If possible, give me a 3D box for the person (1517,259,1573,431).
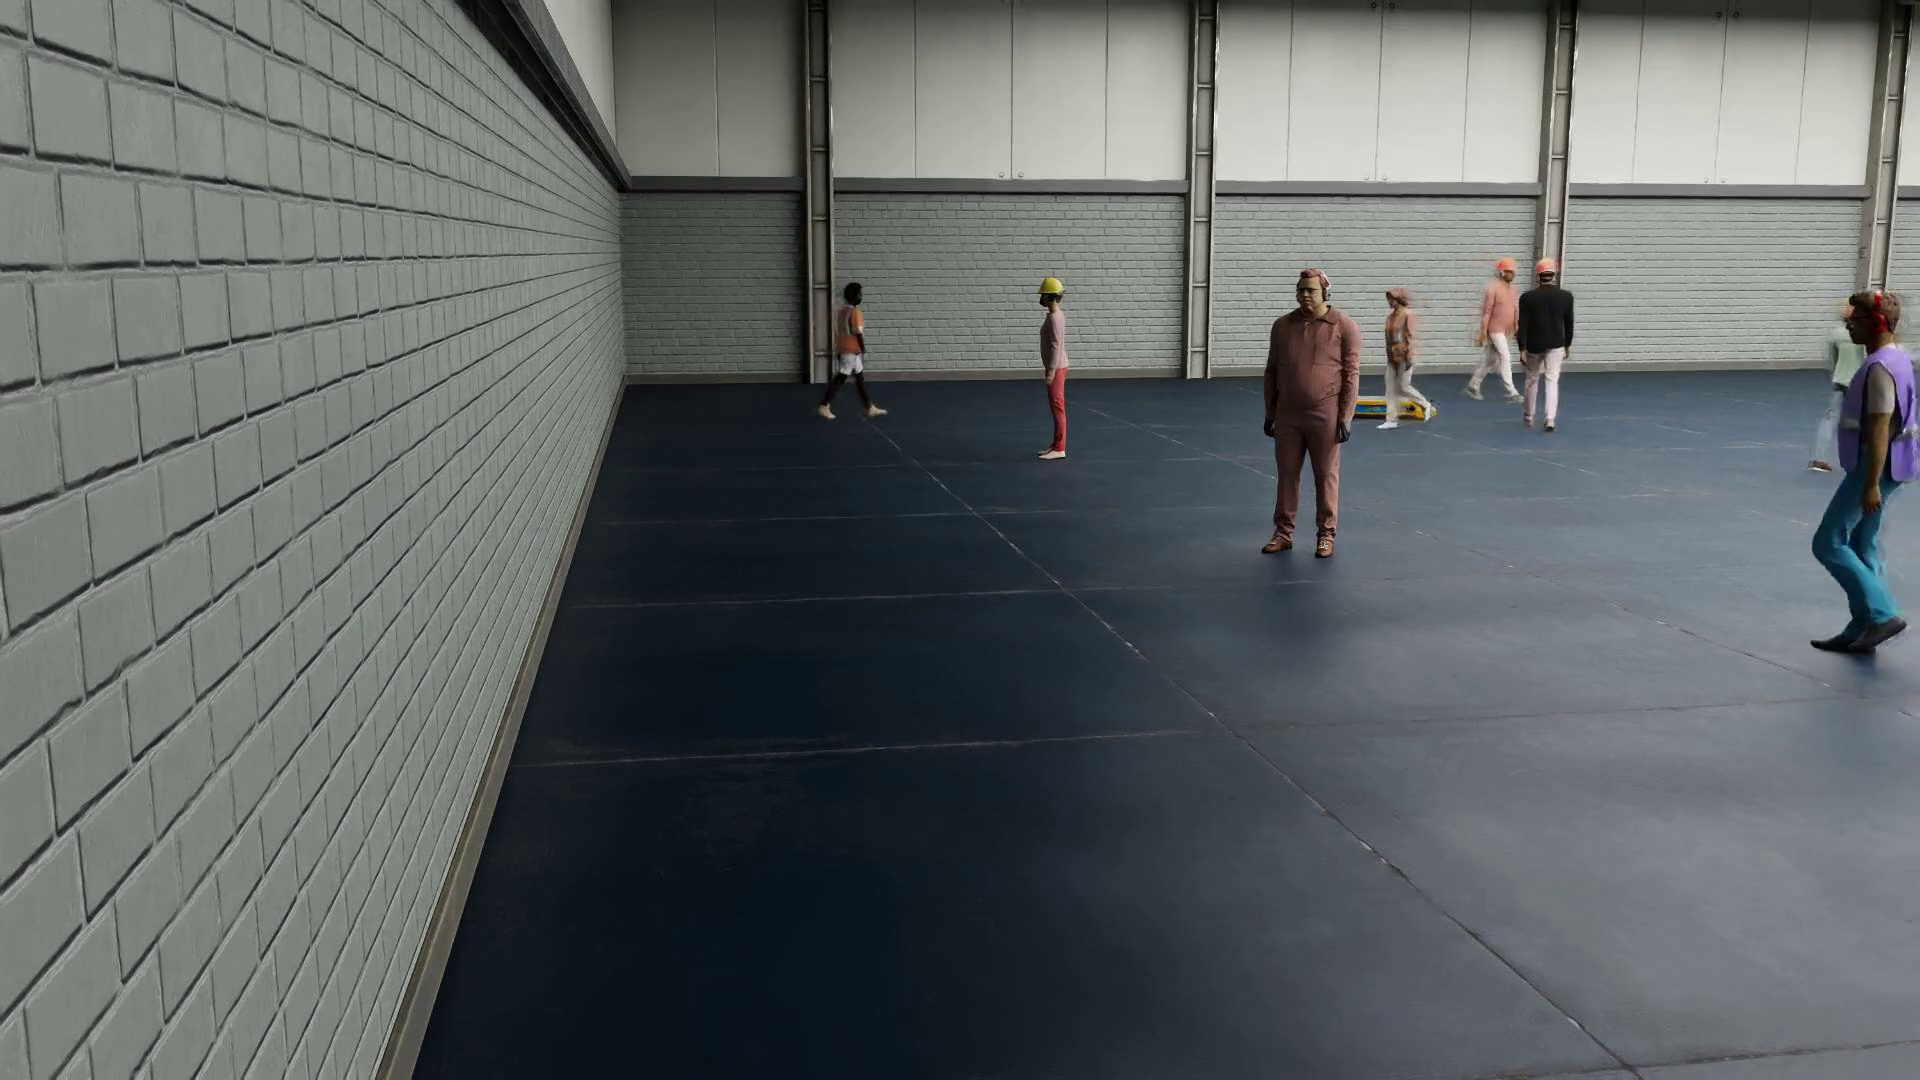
[{"bbox_3d":[6.642,-2.212,18.883,0.614,1.948,1.037,3,10,16],"label":"person"}]

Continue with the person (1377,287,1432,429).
[{"bbox_3d":[5.066,-2.068,18.949,0.580,1.617,0.530,-4,11,-20],"label":"person"}]

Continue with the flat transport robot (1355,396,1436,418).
[{"bbox_3d":[5.084,-1.642,20.387,1.431,0.197,0.652,2,10,13],"label":"flat transport robot"}]

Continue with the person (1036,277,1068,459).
[{"bbox_3d":[0.897,-1.668,16.235,0.320,1.769,0.523,1,10,5],"label":"person"}]

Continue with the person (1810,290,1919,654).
[{"bbox_3d":[4.505,-0.317,8.270,0.449,1.825,0.600,6,12,31],"label":"person"}]

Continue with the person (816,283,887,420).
[{"bbox_3d":[-1.341,-2.271,20.054,0.917,1.646,0.535,-4,11,-21],"label":"person"}]

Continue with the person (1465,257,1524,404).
[{"bbox_3d":[7.242,-2.829,22.410,0.628,1.950,1.032,-8,13,-40],"label":"person"}]

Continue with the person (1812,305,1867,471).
[{"bbox_3d":[8.222,-1.418,15.299,0.871,1.578,0.524,-4,10,-20],"label":"person"}]

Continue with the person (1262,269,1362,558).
[{"bbox_3d":[2.314,-0.839,11.062,0.641,1.908,0.408,6,11,30],"label":"person"}]
